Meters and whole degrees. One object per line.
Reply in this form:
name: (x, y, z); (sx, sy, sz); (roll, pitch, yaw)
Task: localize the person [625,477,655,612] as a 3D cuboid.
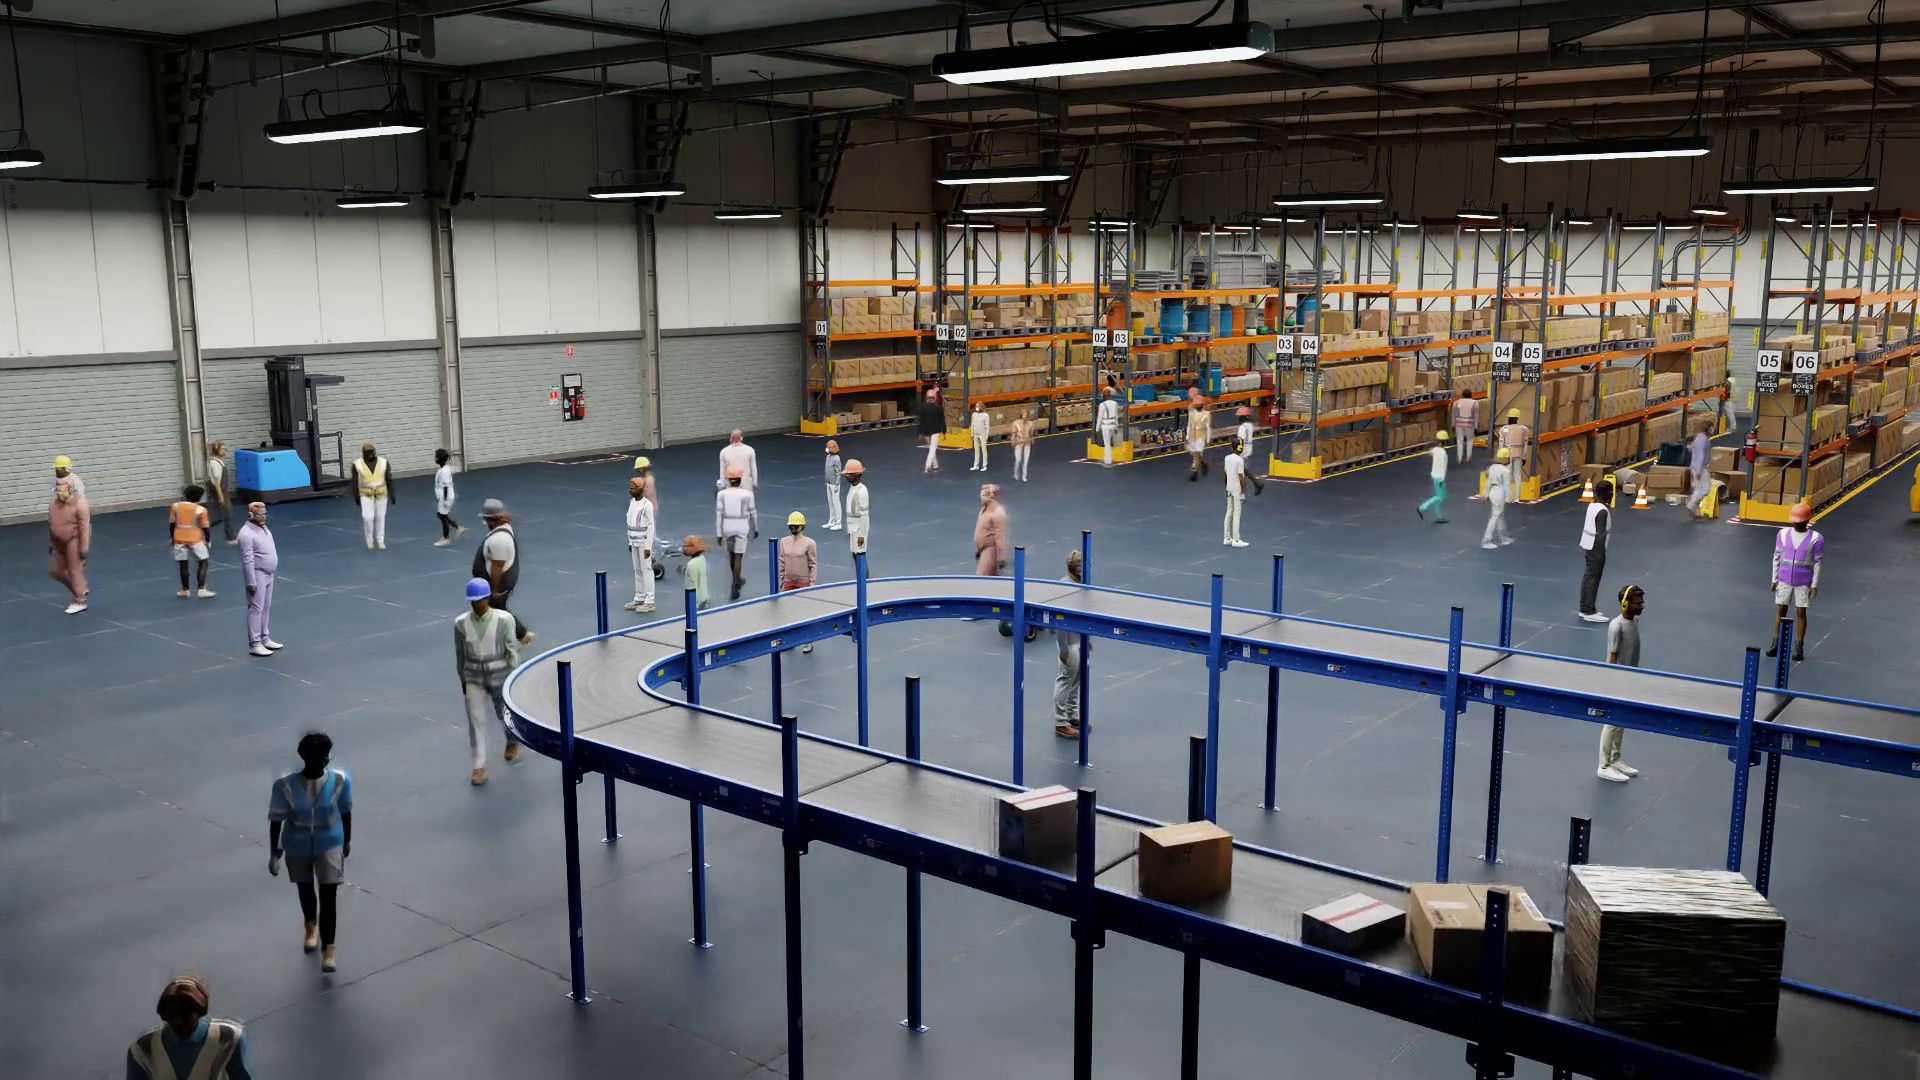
person: (-4.467, 0.058, 21.842); (0.356, 1.883, 0.572); (-8, 13, -38)

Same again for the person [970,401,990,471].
person: (0.465, -2.431, 36.548); (0.498, 1.634, 0.278); (8, 13, 37)

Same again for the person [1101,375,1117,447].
person: (3.897, -3.328, 40.662); (0.367, 1.964, 0.609); (-5, 11, -26)

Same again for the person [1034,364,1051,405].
person: (2.534, -4.416, 47.179); (0.572, 1.822, 0.574); (8, 13, 37)

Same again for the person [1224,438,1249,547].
person: (4.739, -0.829, 26.888); (0.329, 1.865, 0.516); (-5, 11, -27)

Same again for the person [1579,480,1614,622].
person: (8.656, 0.135, 21.308); (0.372, 1.916, 0.596); (2, 10, 9)

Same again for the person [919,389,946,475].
person: (-0.663, -2.477, 35.923); (0.628, 1.954, 0.999); (4, 11, 22)

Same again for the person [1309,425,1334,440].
person: (9.578, -3.409, 41.345); (1.007, 1.882, 0.653); (-6, 12, -32)

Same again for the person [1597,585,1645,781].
person: (6.253, 1.333, 14.737); (0.321, 1.865, 0.516); (10, 14, 43)

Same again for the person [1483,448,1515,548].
person: (9.279, -0.718, 26.658); (0.808, 1.710, 0.509); (-3, 10, -15)

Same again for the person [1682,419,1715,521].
person: (13.955, -1.306, 29.389); (0.436, 1.924, 0.662); (5, 11, 26)

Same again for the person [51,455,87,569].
person: (-14.111, -0.429, 24.730); (0.599, 1.827, 0.404); (4, 11, 23)

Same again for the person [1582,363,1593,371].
person: (19.233, -4.620, 48.049); (0.545, 1.929, 0.389); (-3, 10, -16)

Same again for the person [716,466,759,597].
person: (-3.278, -0.141, 22.961); (0.556, 1.893, 0.980); (2, 10, 9)

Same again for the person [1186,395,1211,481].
person: (5.399, -2.315, 35.125); (0.550, 1.915, 0.847); (9, 13, 41)

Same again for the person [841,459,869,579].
person: (-1.509, -0.147, 22.541); (0.391, 2.040, 0.615); (-3, 11, -17)

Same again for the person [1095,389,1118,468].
person: (3.443, -2.657, 37.178); (0.603, 1.882, 0.560); (-10, 14, -43)

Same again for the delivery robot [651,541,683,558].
delivery robot: (-4.574, 0.136, 24.260); (0.698, 0.223, 0.335); (-6, 12, -30)

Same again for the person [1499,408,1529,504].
person: (11.141, -1.695, 31.569); (0.594, 1.929, 0.352); (0, 10, -2)

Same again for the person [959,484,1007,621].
person: (0.459, 0.148, 21.381); (0.930, 1.876, 0.646); (-2, 10, -13)

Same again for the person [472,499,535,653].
person: (-5.595, 0.506, 18.992); (0.619, 2.000, 0.697); (-1, 10, -6)

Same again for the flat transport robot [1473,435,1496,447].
flat transport robot: (14.119, -2.644, 41.700); (0.652, 0.197, 1.431); (8, 13, 38)

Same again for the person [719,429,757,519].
person: (-3.950, -1.027, 27.905); (0.664, 1.894, 0.518); (0, 10, 0)

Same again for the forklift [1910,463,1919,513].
forklift: (19.034, -1.348, 28.998); (2.313, 2.155, 1.214); (8, 13, 37)

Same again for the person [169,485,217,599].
person: (-11.125, 0.030, 22.625); (0.648, 1.661, 0.344); (0, 10, -2)

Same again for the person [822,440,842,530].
person: (-2.331, -1.010, 28.541); (0.280, 1.636, 0.502); (-6, 12, -30)

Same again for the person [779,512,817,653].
person: (-2.035, 0.518, 19.568); (0.527, 1.772, 0.305); (4, 11, 22)

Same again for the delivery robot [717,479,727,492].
delivery robot: (-4.639, -1.149, 32.214); (0.707, 0.478, 0.477); (-8, 13, -38)

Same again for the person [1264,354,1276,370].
person: (10.524, -5.405, 52.894); (0.623, 1.774, 0.870); (6, 12, 32)

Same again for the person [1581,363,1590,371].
person: (18.045, -4.185, 45.268); (0.615, 2.041, 0.392); (6, 12, 29)

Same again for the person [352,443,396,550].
person: (-9.904, -0.729, 26.467); (0.641, 1.820, 0.547); (-6, 11, -28)

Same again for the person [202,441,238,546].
person: (-12.707, -0.788, 26.759); (0.705, 1.831, 0.522); (-2, 10, -12)

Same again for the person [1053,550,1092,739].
person: (1.165, 1.049, 16.105); (0.353, 1.937, 0.635); (6, 11, 28)

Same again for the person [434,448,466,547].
person: (-8.806, -0.733, 26.821); (0.449, 1.686, 0.548); (-4, 11, -20)

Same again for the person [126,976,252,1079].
person: (-3.537, 2.804, 7.181); (0.514, 1.598, 0.848); (-3, 10, -14)

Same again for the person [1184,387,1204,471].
person: (5.472, -2.569, 36.367); (0.612, 1.971, 0.514); (-10, 14, -43)

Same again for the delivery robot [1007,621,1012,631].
delivery robot: (0.932, 0.952, 20.398); (0.707, 0.478, 0.477); (-8, 13, -38)

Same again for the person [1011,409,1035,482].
person: (1.400, -2.098, 34.676); (0.548, 1.621, 0.367); (-3, 10, -16)

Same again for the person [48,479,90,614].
person: (-12.373, 0.080, 21.697); (0.661, 1.884, 0.422); (3, 11, 18)

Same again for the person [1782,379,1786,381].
person: (21.723, -3.363, 41.385); (0.604, 1.789, 0.945); (5, 11, 25)

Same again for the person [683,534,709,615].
person: (-3.100, 0.725, 18.907); (0.773, 1.609, 0.518); (2, 10, 10)

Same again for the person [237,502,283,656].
person: (-8.694, 0.468, 19.475); (0.401, 1.904, 0.646); (-1, 10, -3)

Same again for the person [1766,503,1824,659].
person: (10.266, 0.498, 19.237); (0.543, 1.928, 0.371); (9, 13, 41)

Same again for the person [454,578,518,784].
person: (-4.479, 1.276, 14.884); (0.599, 1.921, 0.906); (-1, 10, -4)

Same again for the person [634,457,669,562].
person: (-5.027, -0.479, 25.223); (0.428, 1.743, 0.537); (-4, 11, -22)

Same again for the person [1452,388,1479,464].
person: (12.235, -2.760, 37.886); (0.629, 1.843, 0.531); (4, 11, 21)

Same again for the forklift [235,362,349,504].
forklift: (-13.803, -2.244, 32.110); (1.129, 2.768, 1.873); (8, 13, 37)

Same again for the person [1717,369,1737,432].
person: (21.944, -4.014, 45.016); (0.965, 1.788, 0.636); (7, 12, 33)

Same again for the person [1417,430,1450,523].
person: (8.878, -1.180, 29.189); (0.598, 1.751, 0.529); (0, 10, -2)

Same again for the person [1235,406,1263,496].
person: (5.870, -1.793, 32.135); (0.627, 1.926, 0.558); (7, 12, 33)

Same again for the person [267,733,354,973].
person: (-4.467, 2.132, 10.805); (0.541, 1.636, 0.911); (-3, 11, -19)
